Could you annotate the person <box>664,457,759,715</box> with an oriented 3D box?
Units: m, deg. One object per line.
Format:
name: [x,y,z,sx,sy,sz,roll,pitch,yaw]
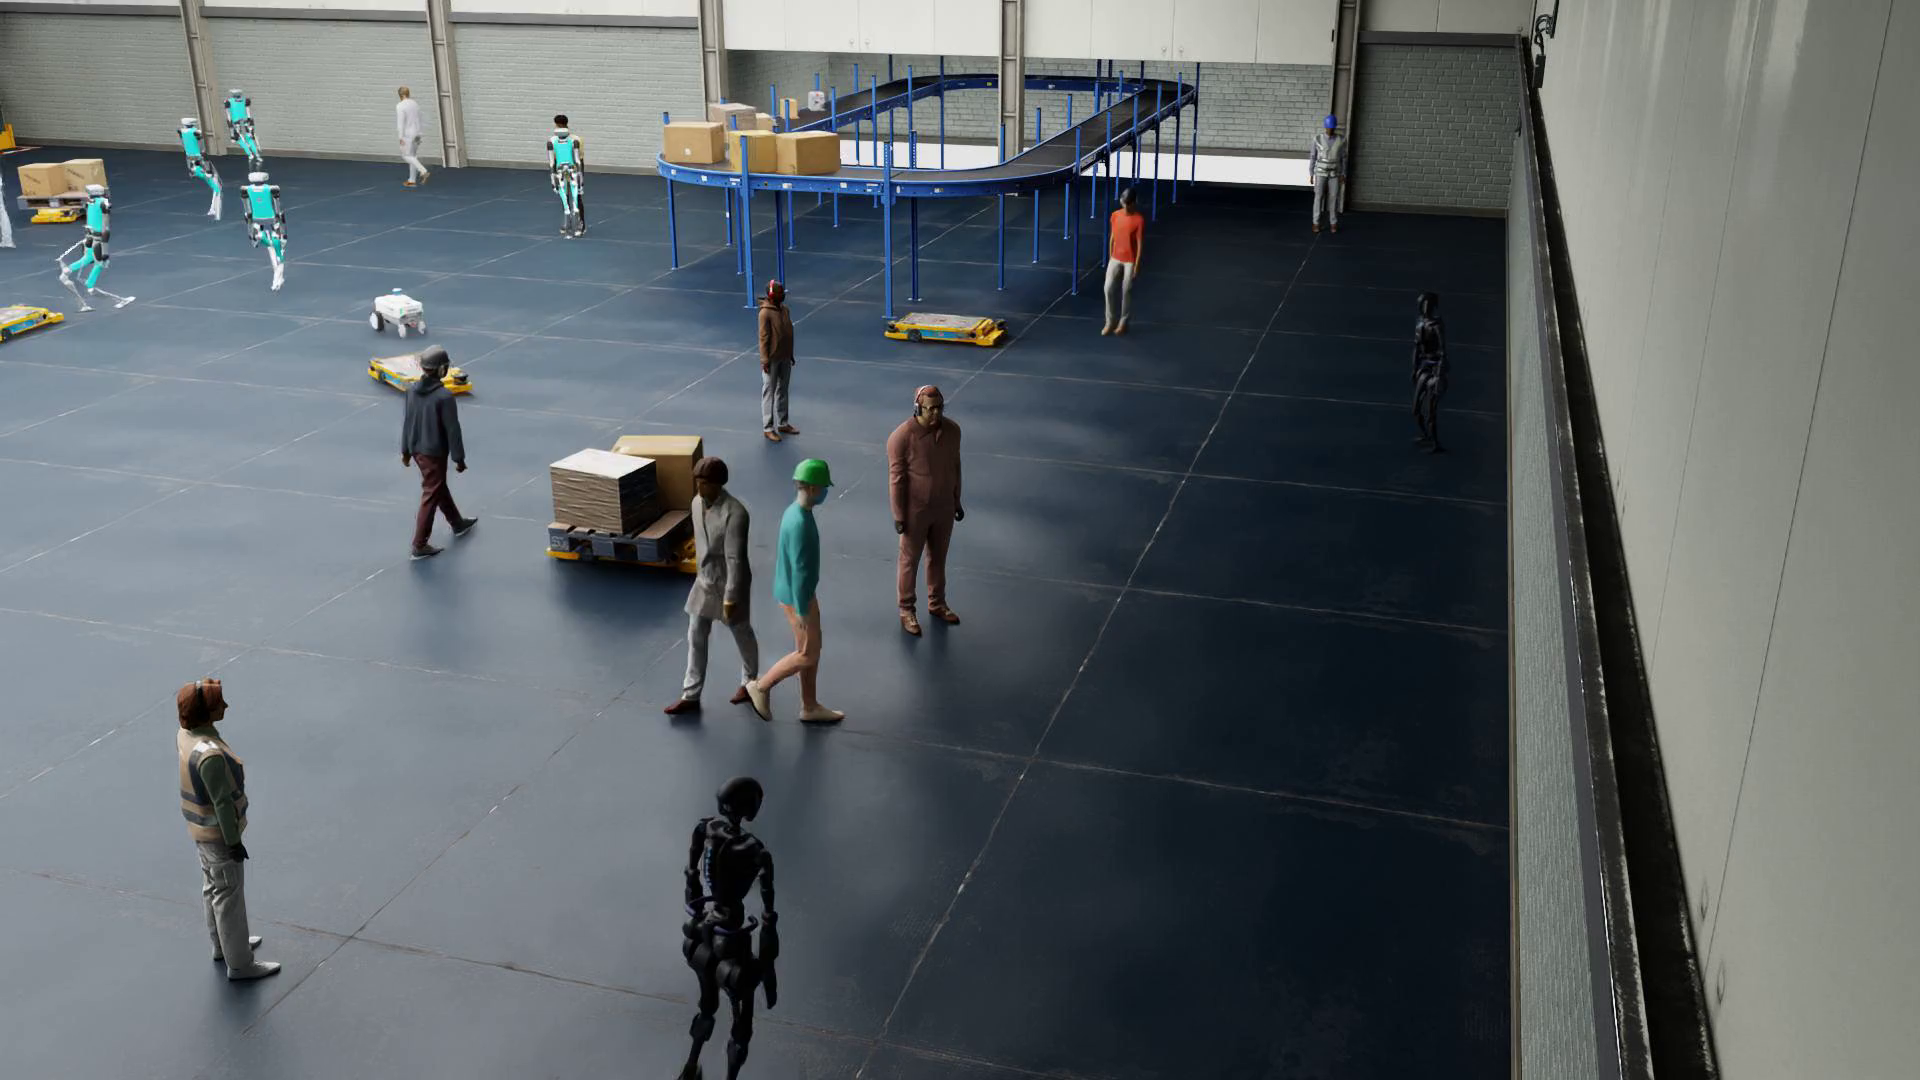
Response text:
person: [-1.676,0.336,11.174,0.523,1.795,0.873,15,26,34]

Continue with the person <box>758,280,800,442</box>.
person: [-1.890,-1.854,17.058,0.331,1.651,0.470,14,25,32]

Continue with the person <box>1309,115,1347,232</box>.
person: [6.113,-6.094,27.681,0.616,1.932,0.415,1,21,2]

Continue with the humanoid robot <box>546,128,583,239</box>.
humanoid robot: [-6.403,-5.799,27.163,0.539,1.761,0.749,-7,22,-17]

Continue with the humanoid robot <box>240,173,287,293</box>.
humanoid robot: [-9.688,-4.323,23.393,0.536,1.740,1.017,-3,21,-7]

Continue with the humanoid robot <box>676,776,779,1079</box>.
humanoid robot: [-1.066,1.818,7.502,0.614,1.639,0.411,17,27,37]

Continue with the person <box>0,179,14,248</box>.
person: [-15.526,-5.586,26.415,0.781,1.887,0.593,6,22,15]

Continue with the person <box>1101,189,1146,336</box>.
person: [2.056,-3.486,20.973,0.509,1.883,0.646,10,23,24]

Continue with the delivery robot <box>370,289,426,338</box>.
delivery robot: [-7.209,-2.943,21.372,0.744,0.564,0.499,20,28,41]

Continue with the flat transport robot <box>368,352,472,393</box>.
flat transport robot: [-6.213,-1.893,19.088,0.659,0.231,1.431,-17,27,-36]

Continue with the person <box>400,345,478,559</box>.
person: [-4.443,-0.770,14.113,0.567,1.755,0.879,12,24,28]

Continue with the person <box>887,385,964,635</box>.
person: [-0.228,-0.242,12.532,0.642,1.908,0.403,-14,25,-32]

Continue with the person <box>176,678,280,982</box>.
person: [-3.768,1.466,8.468,0.309,1.638,0.522,-15,26,-35]

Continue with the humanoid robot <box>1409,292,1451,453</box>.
humanoid robot: [4.690,-1.664,16.556,0.440,1.638,0.612,-5,22,-13]

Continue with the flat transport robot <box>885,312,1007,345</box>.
flat transport robot: [-0.175,-2.678,21.123,1.431,0.231,0.659,6,22,16]

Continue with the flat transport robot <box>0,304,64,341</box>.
flat transport robot: [-12.291,-2.761,21.338,0.659,0.231,1.431,4,21,10]

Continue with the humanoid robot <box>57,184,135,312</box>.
humanoid robot: [-11.506,-3.776,21.923,0.550,1.722,1.025,16,26,35]

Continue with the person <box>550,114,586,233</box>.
person: [-6.491,-6.066,27.572,0.619,1.953,0.396,6,22,15]

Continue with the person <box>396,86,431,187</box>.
person: [-10.511,-7.764,32.052,0.638,1.899,0.678,7,22,18]

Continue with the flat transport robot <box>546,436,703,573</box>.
flat transport robot: [-2.719,0.025,14.113,1.431,0.231,0.659,6,22,15]

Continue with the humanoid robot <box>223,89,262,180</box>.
humanoid robot: [-13.992,-7.898,32.679,0.676,1.841,0.537,16,26,36]

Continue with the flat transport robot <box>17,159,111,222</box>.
flat transport robot: [-15.693,-5.795,29.209,0.659,0.231,1.431,-3,21,-7]

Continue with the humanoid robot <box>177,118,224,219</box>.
humanoid robot: [-13.046,-6.422,28.850,0.537,1.823,0.733,10,23,25]

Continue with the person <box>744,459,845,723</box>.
person: [-1.105,0.374,11.027,0.592,1.831,0.586,0,21,-1]
